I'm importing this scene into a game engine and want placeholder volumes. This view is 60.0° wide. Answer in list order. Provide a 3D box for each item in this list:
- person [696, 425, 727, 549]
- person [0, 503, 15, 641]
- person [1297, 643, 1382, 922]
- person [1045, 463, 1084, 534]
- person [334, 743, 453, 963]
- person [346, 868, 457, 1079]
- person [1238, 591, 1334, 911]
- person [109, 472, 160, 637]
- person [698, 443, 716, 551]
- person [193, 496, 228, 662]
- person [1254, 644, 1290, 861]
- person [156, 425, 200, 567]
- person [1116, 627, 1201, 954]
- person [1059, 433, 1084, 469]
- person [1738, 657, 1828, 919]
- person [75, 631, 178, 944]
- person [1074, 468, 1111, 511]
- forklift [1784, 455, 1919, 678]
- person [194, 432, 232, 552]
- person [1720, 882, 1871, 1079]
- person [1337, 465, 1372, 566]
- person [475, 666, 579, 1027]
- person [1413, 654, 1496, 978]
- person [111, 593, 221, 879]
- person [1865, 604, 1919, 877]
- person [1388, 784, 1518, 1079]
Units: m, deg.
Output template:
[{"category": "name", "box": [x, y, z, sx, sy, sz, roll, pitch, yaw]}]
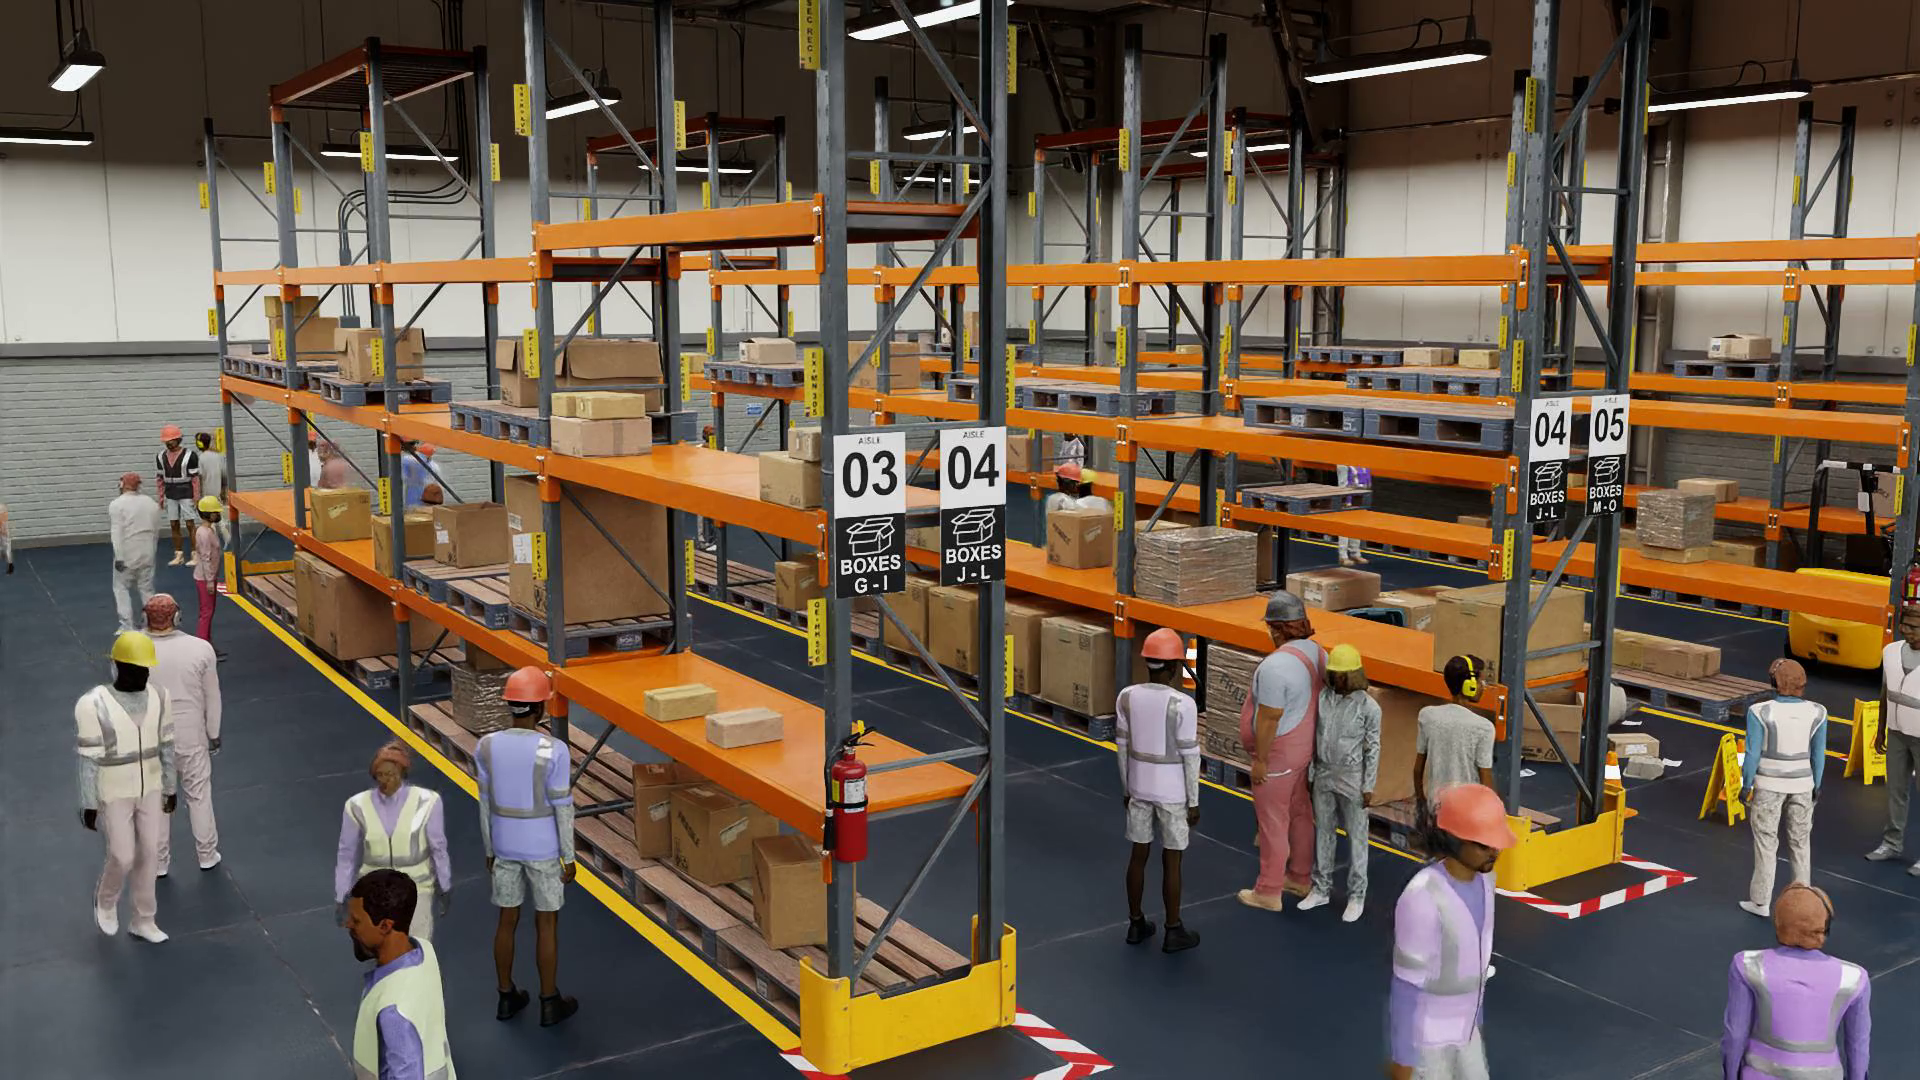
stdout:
[{"category": "person", "box": [-3.792, -0.803, 25.230, 0.580, 1.884, 0.352, -4, 9, -24]}, {"category": "person", "box": [-10.823, 0.202, 18.452, 0.423, 1.902, 0.606, 5, 10, 32]}, {"category": "person", "box": [2.373, 1.497, 10.379, 0.484, 1.745, 0.293, 8, 11, 42]}, {"category": "person", "box": [1.166, 0.165, 18.288, 0.392, 2.033, 0.605, -3, 9, -22]}, {"category": "person", "box": [-2.899, 1.845, 8.484, 0.568, 1.617, 0.590, -1, 9, -6]}, {"category": "person", "box": [-1.962, 2.085, 5.884, 0.392, 1.920, 0.591, -2, 9, -16]}, {"category": "person", "box": [2.055, 1.312, 10.625, 0.535, 2.000, 0.685, 8, 11, 42]}, {"category": "person", "box": [-9.302, 0.173, 18.815, 0.553, 1.860, 0.677, 4, 9, 25]}, {"category": "person", "box": [-3.786, -0.650, 25.068, 0.328, 1.626, 0.509, -4, 9, -26]}, {"category": "person", "box": [-7.914, 0.410, 17.587, 0.349, 1.758, 0.521, -3, 9, -21]}, {"category": "person", "box": [2.216, 1.366, 11.442, 0.319, 1.687, 0.538, -3, 9, -19]}, {"category": "person", "box": [-11.056, -0.618, 23.516, 0.613, 2.033, 0.412, 1, 9, 5]}, {"category": "person", "box": [1.190, 1.477, 9.874, 0.544, 1.937, 0.358, 6, 11, 36]}, {"category": "person", "box": [1.815, -1.046, 27.065, 0.405, 1.824, 0.586, -5, 10, -30]}, {"category": "person", "box": [5.124, 1.550, 10.375, 0.523, 1.638, 0.310, 0, 9, -1]}, {"category": "person", "box": [-4.964, 1.480, 9.946, 0.457, 1.903, 0.612, 5, 10, 32]}, {"category": "person", "box": [1.437, 0.135, 18.906, 0.607, 1.902, 0.571, -5, 10, -32]}, {"category": "forklift", "box": [9.643, 0.253, 17.172, 2.313, 2.155, 1.214, -6, 10, -33]}, {"category": "person", "box": [-11.014, -0.673, 24.479, 0.470, 1.849, 0.551, 3, 9, 21]}, {"category": "person", "box": [3.227, 2.139, 6.458, 0.522, 1.636, 0.310, 3, 9, 19]}, {"category": "person", "box": [5.644, -0.556, 23.729, 0.631, 1.840, 0.428, -7, 11, -38]}, {"category": "person", "box": [-2.294, 1.628, 8.901, 0.546, 1.928, 0.384, 2, 9, 15]}, {"category": "person", "box": [2.819, 1.573, 9.477, 0.334, 1.865, 0.517, -7, 11, -40]}, {"category": "person", "box": [-5.291, 1.302, 11.141, 0.643, 1.908, 0.399, -4, 10, -26]}, {"category": "person", "box": [6.452, 1.328, 11.212, 0.393, 1.836, 0.561, -3, 9, -21]}, {"category": "person", "box": [1.861, 1.916, 6.697, 0.646, 2.016, 0.718, -8, 12, -44]}]
